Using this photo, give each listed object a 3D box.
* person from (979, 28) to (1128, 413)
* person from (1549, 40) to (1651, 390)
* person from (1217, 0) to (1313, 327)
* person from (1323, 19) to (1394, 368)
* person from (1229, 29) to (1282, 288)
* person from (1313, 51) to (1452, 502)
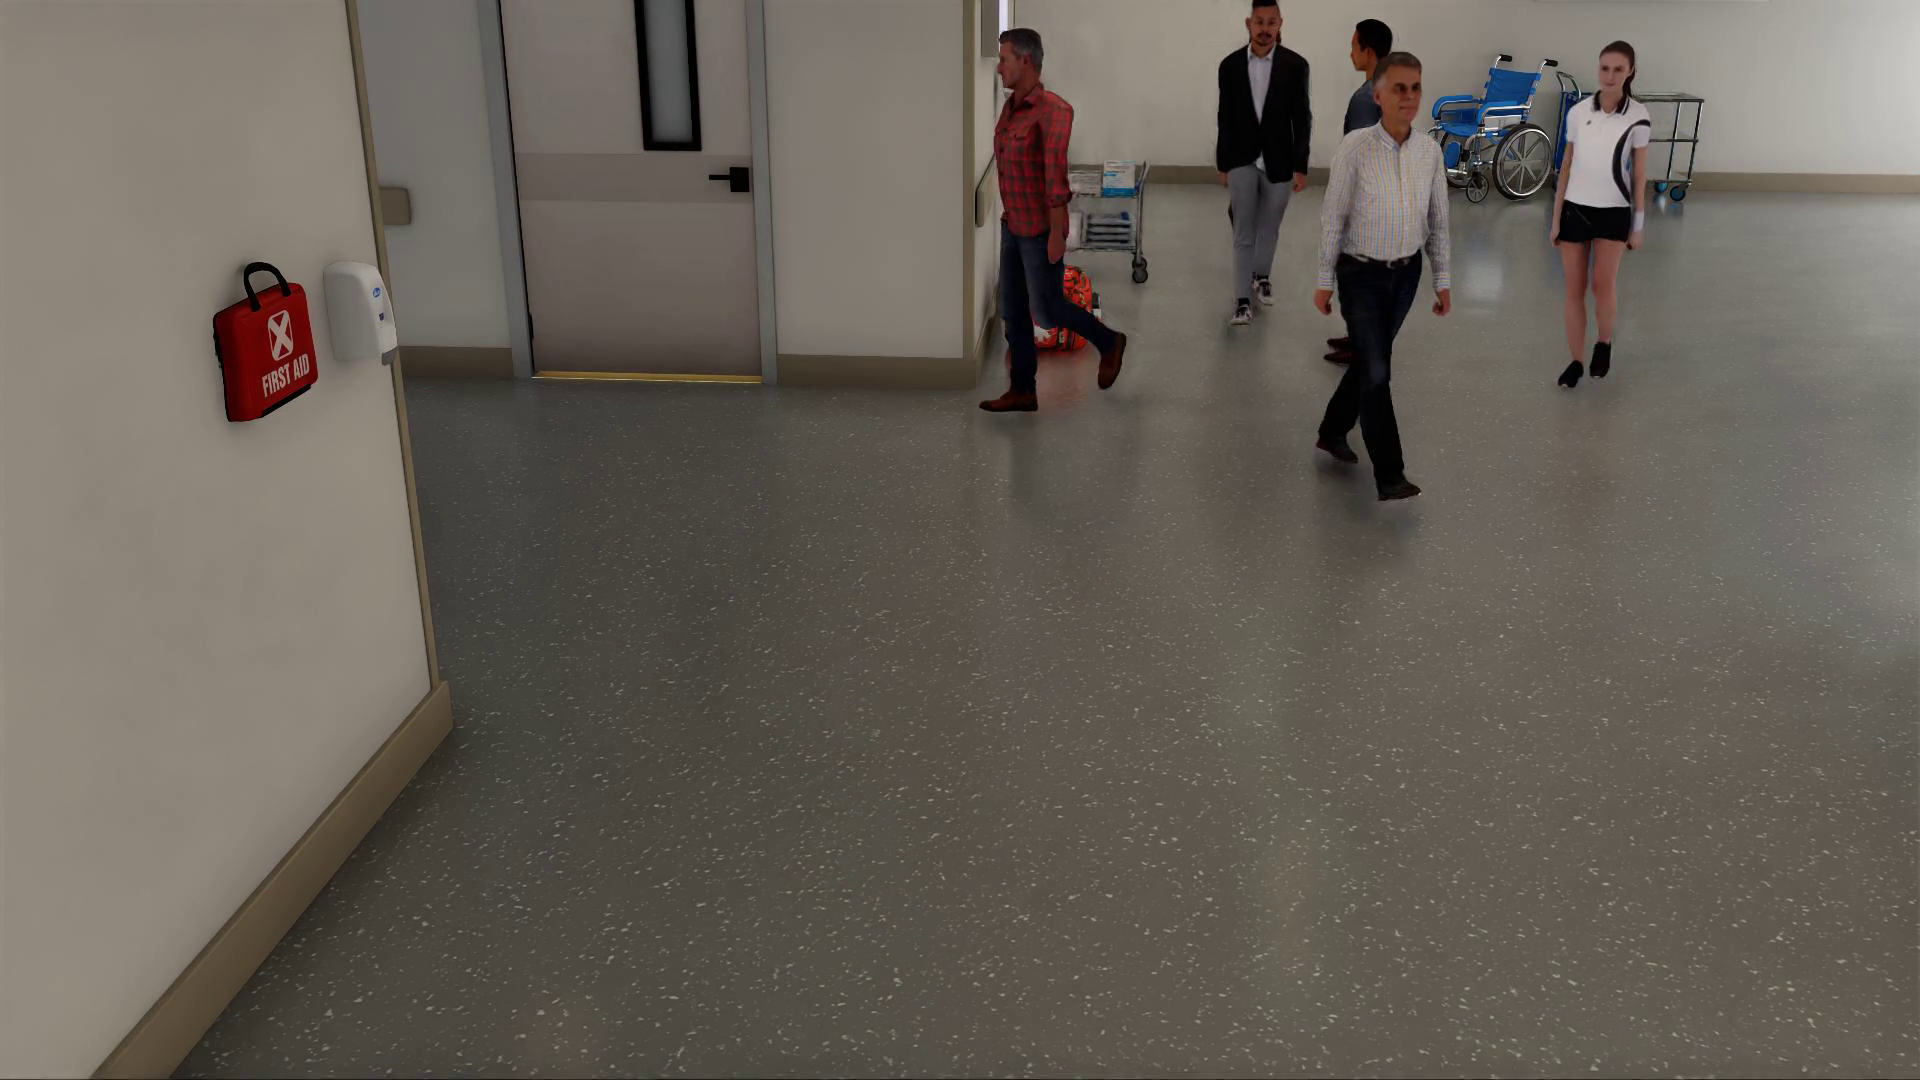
[{"bbox_3d":[0.437,-1.505,8.002,1.063,1.800,1.096,-10,23,-24],"label":"person"},{"bbox_3d":[3.238,-1.633,8.441,0.719,1.729,0.794,14,25,32],"label":"person"},{"bbox_3d":[1.784,-2.239,9.791,0.854,1.906,1.321,5,21,13],"label":"person"},{"bbox_3d":[2.201,-1.832,8.863,0.834,1.802,0.724,12,24,30],"label":"person"},{"bbox_3d":[1.930,-2.509,10.814,0.609,1.686,0.829,2,21,4],"label":"person"},{"bbox_3d":[1.718,-1.093,6.957,0.946,1.771,1.268,-5,21,-13],"label":"person"}]
